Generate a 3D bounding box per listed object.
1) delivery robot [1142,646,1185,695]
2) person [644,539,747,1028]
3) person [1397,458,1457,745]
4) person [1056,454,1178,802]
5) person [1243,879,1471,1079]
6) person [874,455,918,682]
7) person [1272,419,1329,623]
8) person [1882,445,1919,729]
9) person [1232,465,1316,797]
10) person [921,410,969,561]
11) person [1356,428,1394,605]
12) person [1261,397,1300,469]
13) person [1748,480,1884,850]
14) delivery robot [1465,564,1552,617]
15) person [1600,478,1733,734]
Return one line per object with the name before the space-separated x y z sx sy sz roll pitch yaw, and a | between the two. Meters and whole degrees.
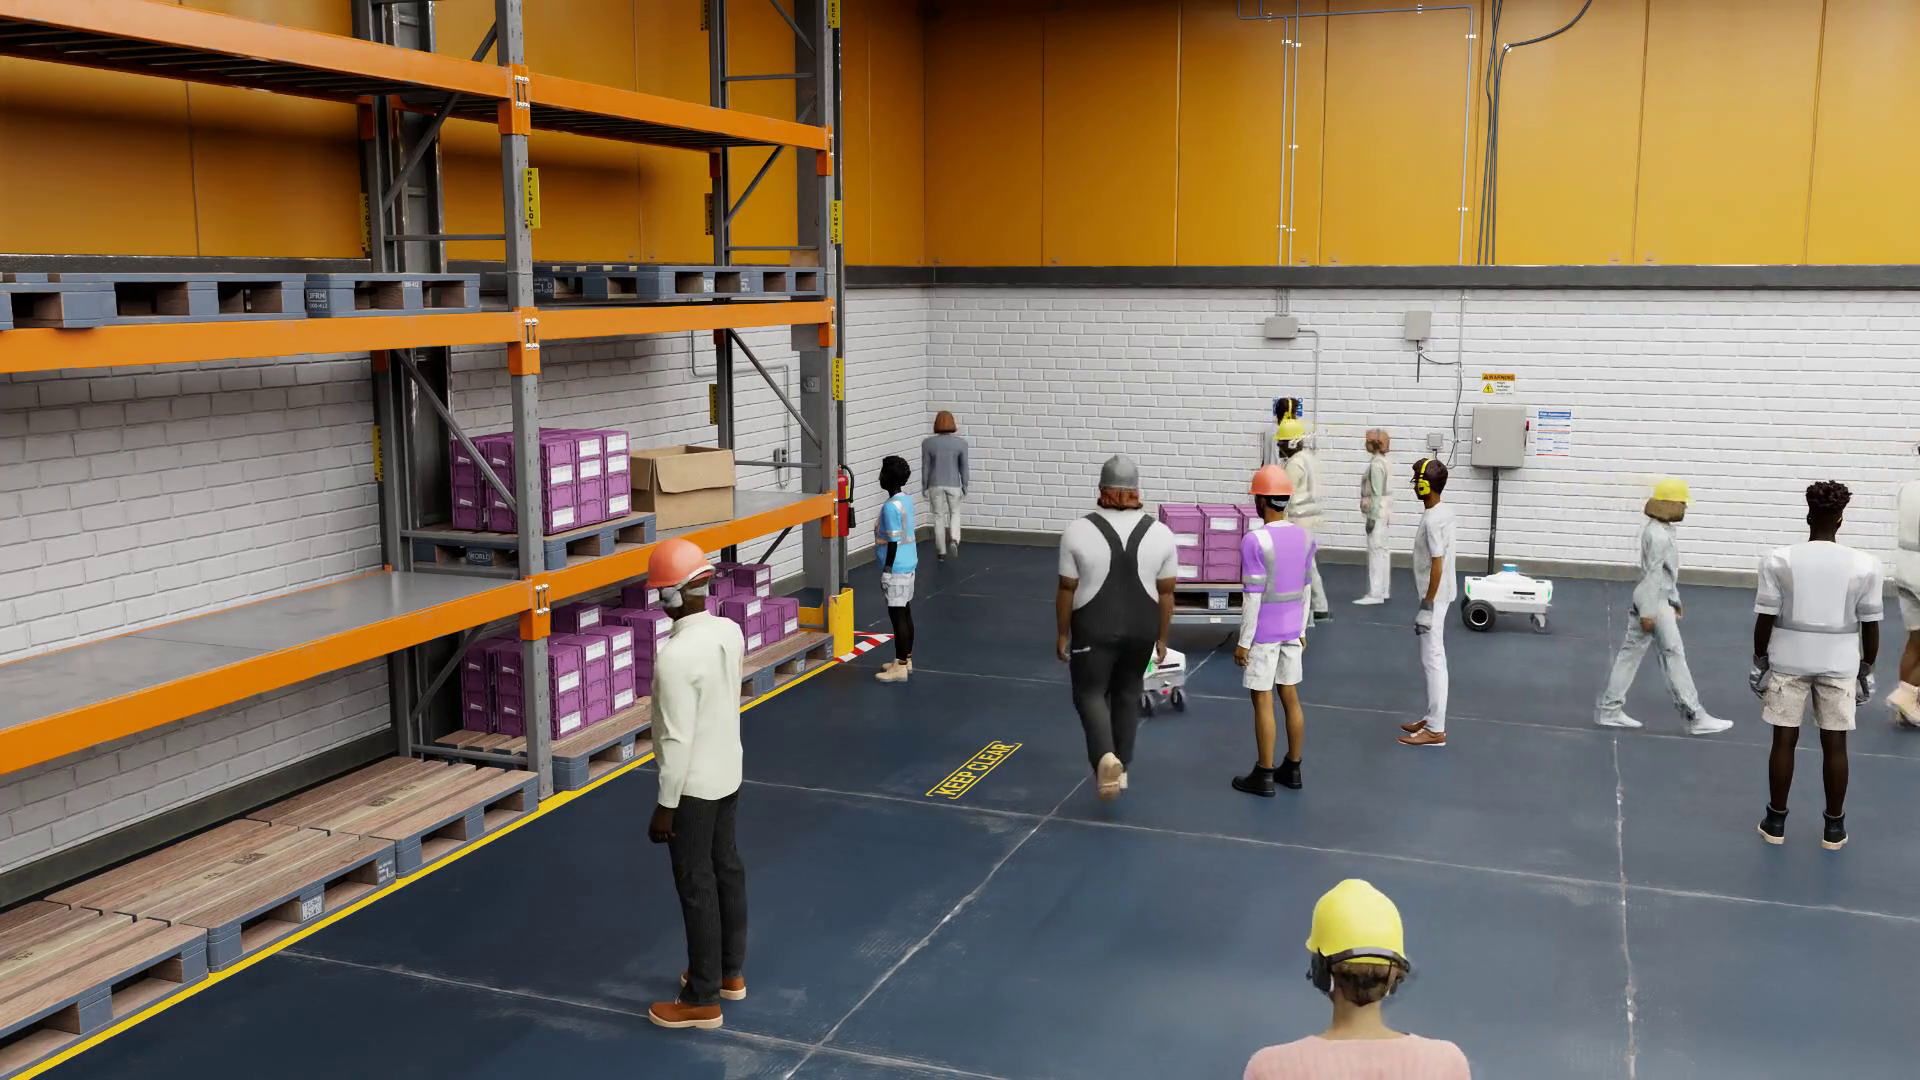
delivery robot | 1.276 0.849 11.743 0.477 0.478 0.707 -5 10 -27
person | -1.080 0.979 6.744 0.390 1.986 0.609 3 9 17
person | 3.027 0.403 10.744 0.334 1.865 0.517 4 10 22
person | 0.907 0.495 9.610 0.689 2.000 0.770 -1 9 -8
person | 0.847 1.593 3.724 0.538 1.708 0.907 -1 9 -5
person | -0.484 0.209 12.470 0.318 1.700 0.536 1 9 9
person | 2.848 -0.167 14.582 0.902 1.780 0.589 2 9 14
person | 6.467 0.272 11.073 0.437 2.019 0.639 0 9 1
person | 1.808 0.526 9.736 0.552 1.934 0.373 -6 11 -35
person | -0.160 -0.562 17.564 0.501 1.618 0.406 0 9 0
person | 3.840 -0.217 15.343 0.311 1.639 0.518 4 10 22
person | 3.064 -0.473 16.292 0.491 1.849 0.613 -4 10 -22
person | 4.527 0.657 8.825 0.613 1.963 0.362 4 10 22
delivery robot | 4.697 0.449 14.253 0.707 0.478 0.477 2 9 15
person | 4.696 0.440 10.979 0.864 1.702 0.507 3 10 19
